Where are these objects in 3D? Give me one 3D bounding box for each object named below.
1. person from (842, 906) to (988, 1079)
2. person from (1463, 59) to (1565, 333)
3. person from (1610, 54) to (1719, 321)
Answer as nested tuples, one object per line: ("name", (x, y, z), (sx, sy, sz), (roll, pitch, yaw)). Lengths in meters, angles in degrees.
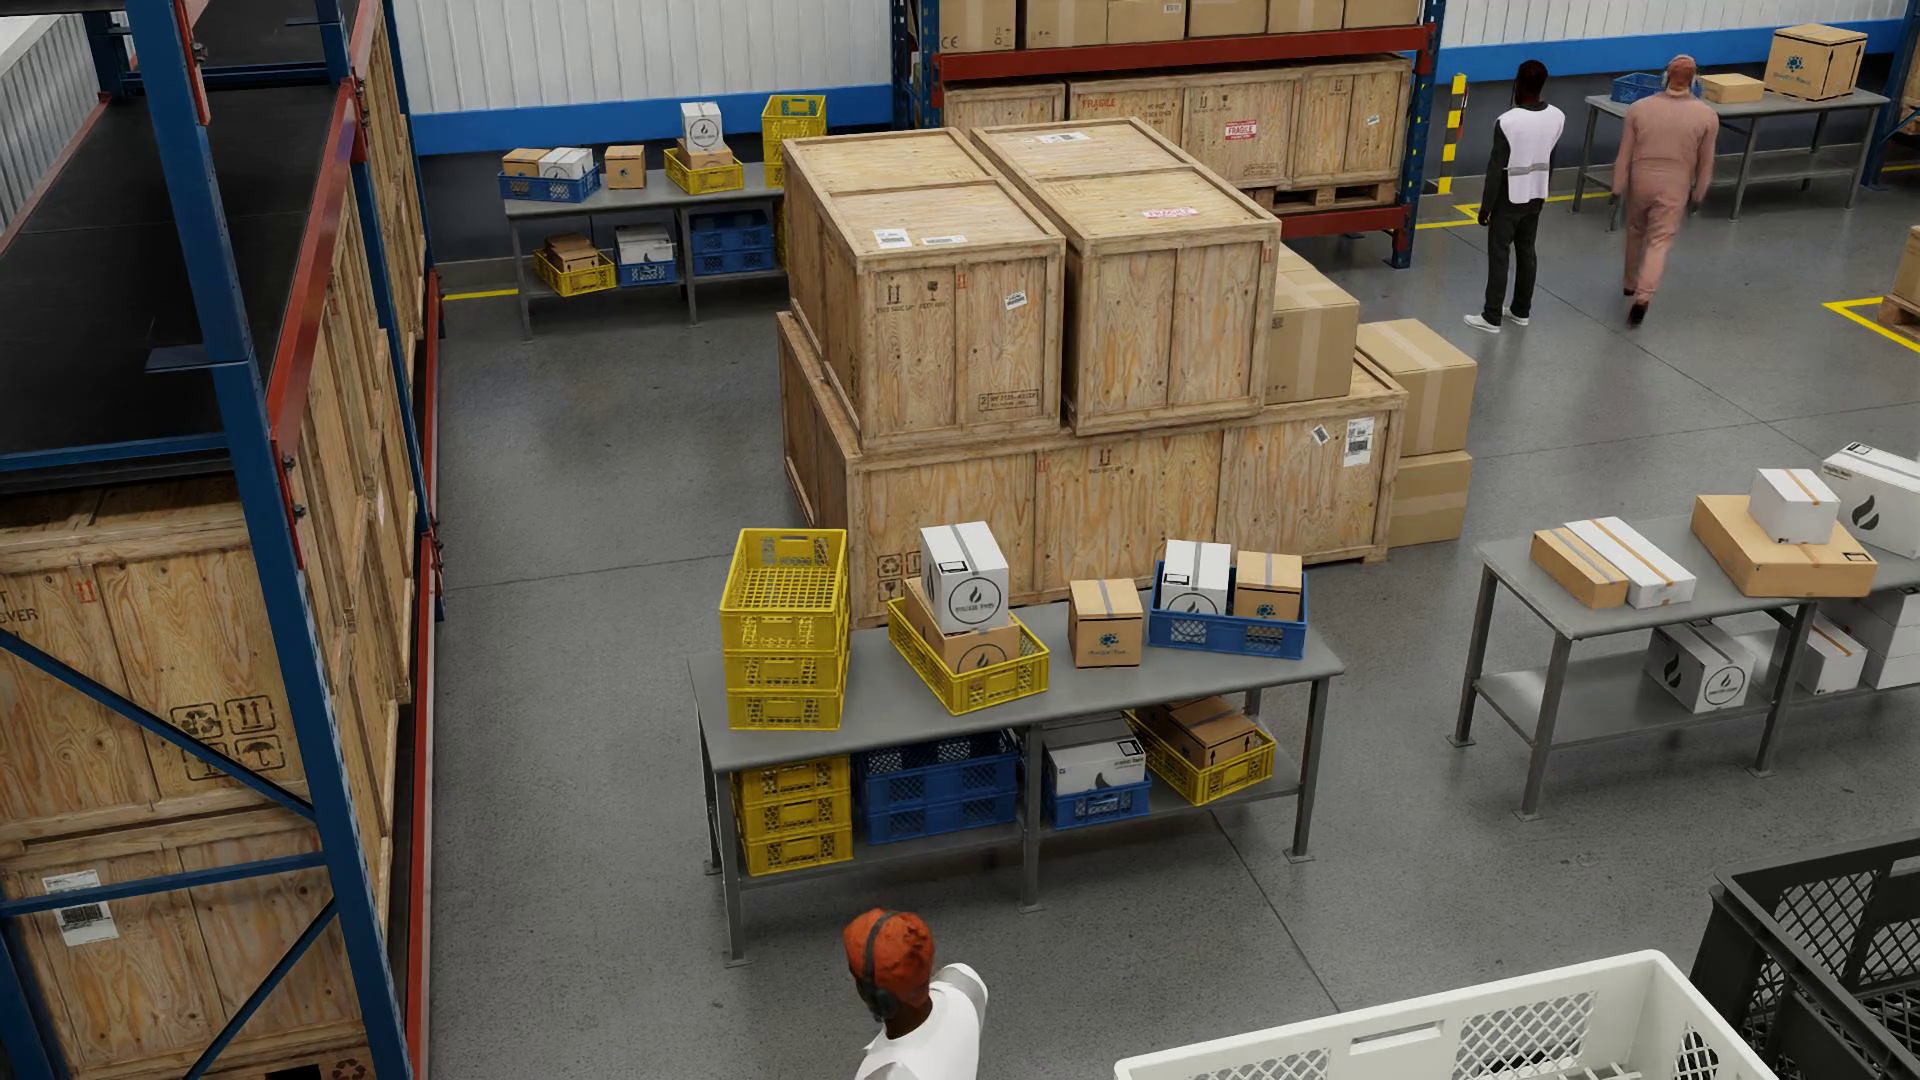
("person", (-0.130, 1.707, 4.328), (0.355, 1.887, 0.574), (11, 31, 19))
("person", (3.965, -2.427, 11.816), (0.585, 1.909, 0.390), (-15, 32, -25))
("person", (5.093, -2.573, 12.116), (0.648, 1.872, 0.948), (14, 32, 24))
